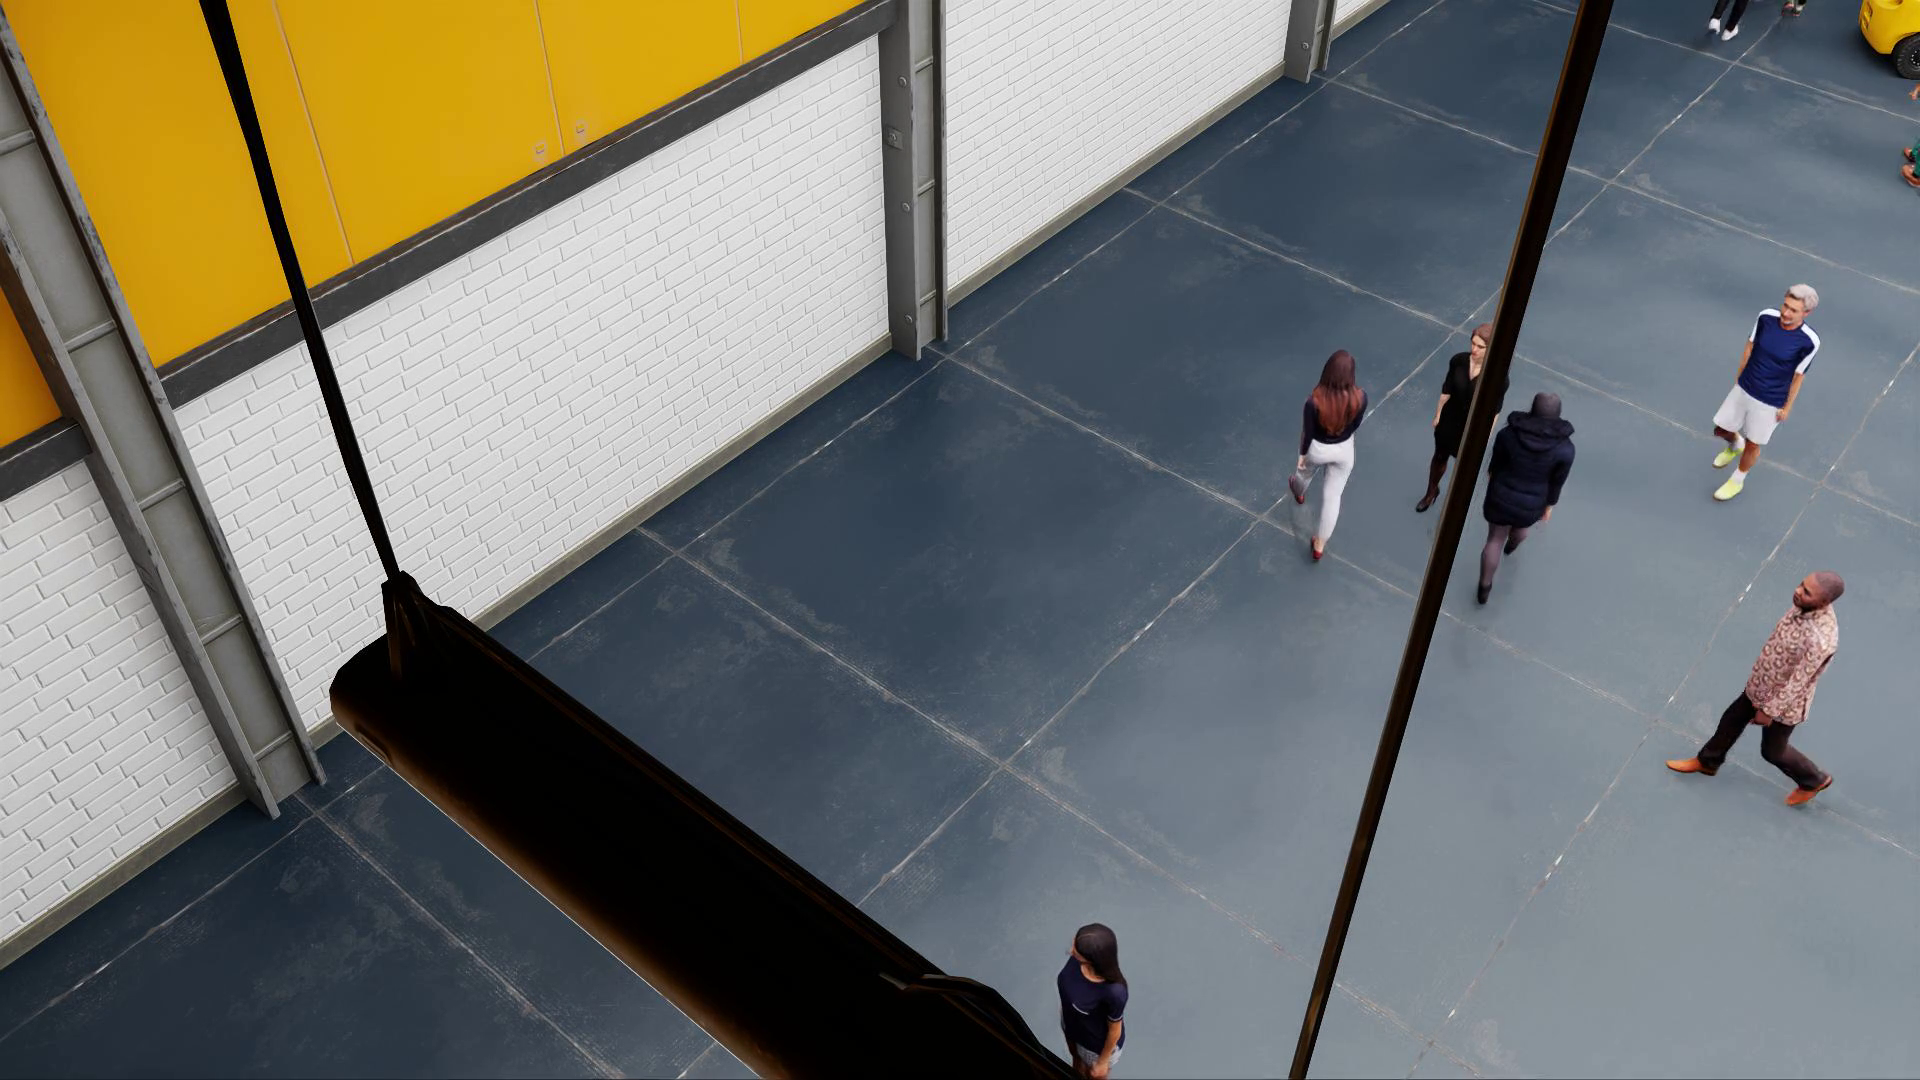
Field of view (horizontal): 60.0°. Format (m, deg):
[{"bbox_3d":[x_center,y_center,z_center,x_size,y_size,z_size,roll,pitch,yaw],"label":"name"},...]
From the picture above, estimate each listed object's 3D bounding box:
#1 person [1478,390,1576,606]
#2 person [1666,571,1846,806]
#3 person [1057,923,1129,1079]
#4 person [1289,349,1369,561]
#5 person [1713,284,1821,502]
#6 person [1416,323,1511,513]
[{"bbox_3d":[3.692,-0.259,11.064,0.865,1.631,1.139,16,46,17],"label":"person"},{"bbox_3d":[4.897,0.896,9.741,1.122,1.784,1.186,6,44,6],"label":"person"},{"bbox_3d":[0.652,2.395,8.181,0.667,1.766,0.659,-16,46,-16],"label":"person"},{"bbox_3d":[2.543,-0.556,11.430,1.002,1.558,1.128,0,44,0],"label":"person"},{"bbox_3d":[5.743,-1.078,11.786,0.778,1.823,0.712,-29,51,-27],"label":"person"},{"bbox_3d":[3.513,-0.807,11.587,0.579,1.704,0.481,30,51,28],"label":"person"}]
